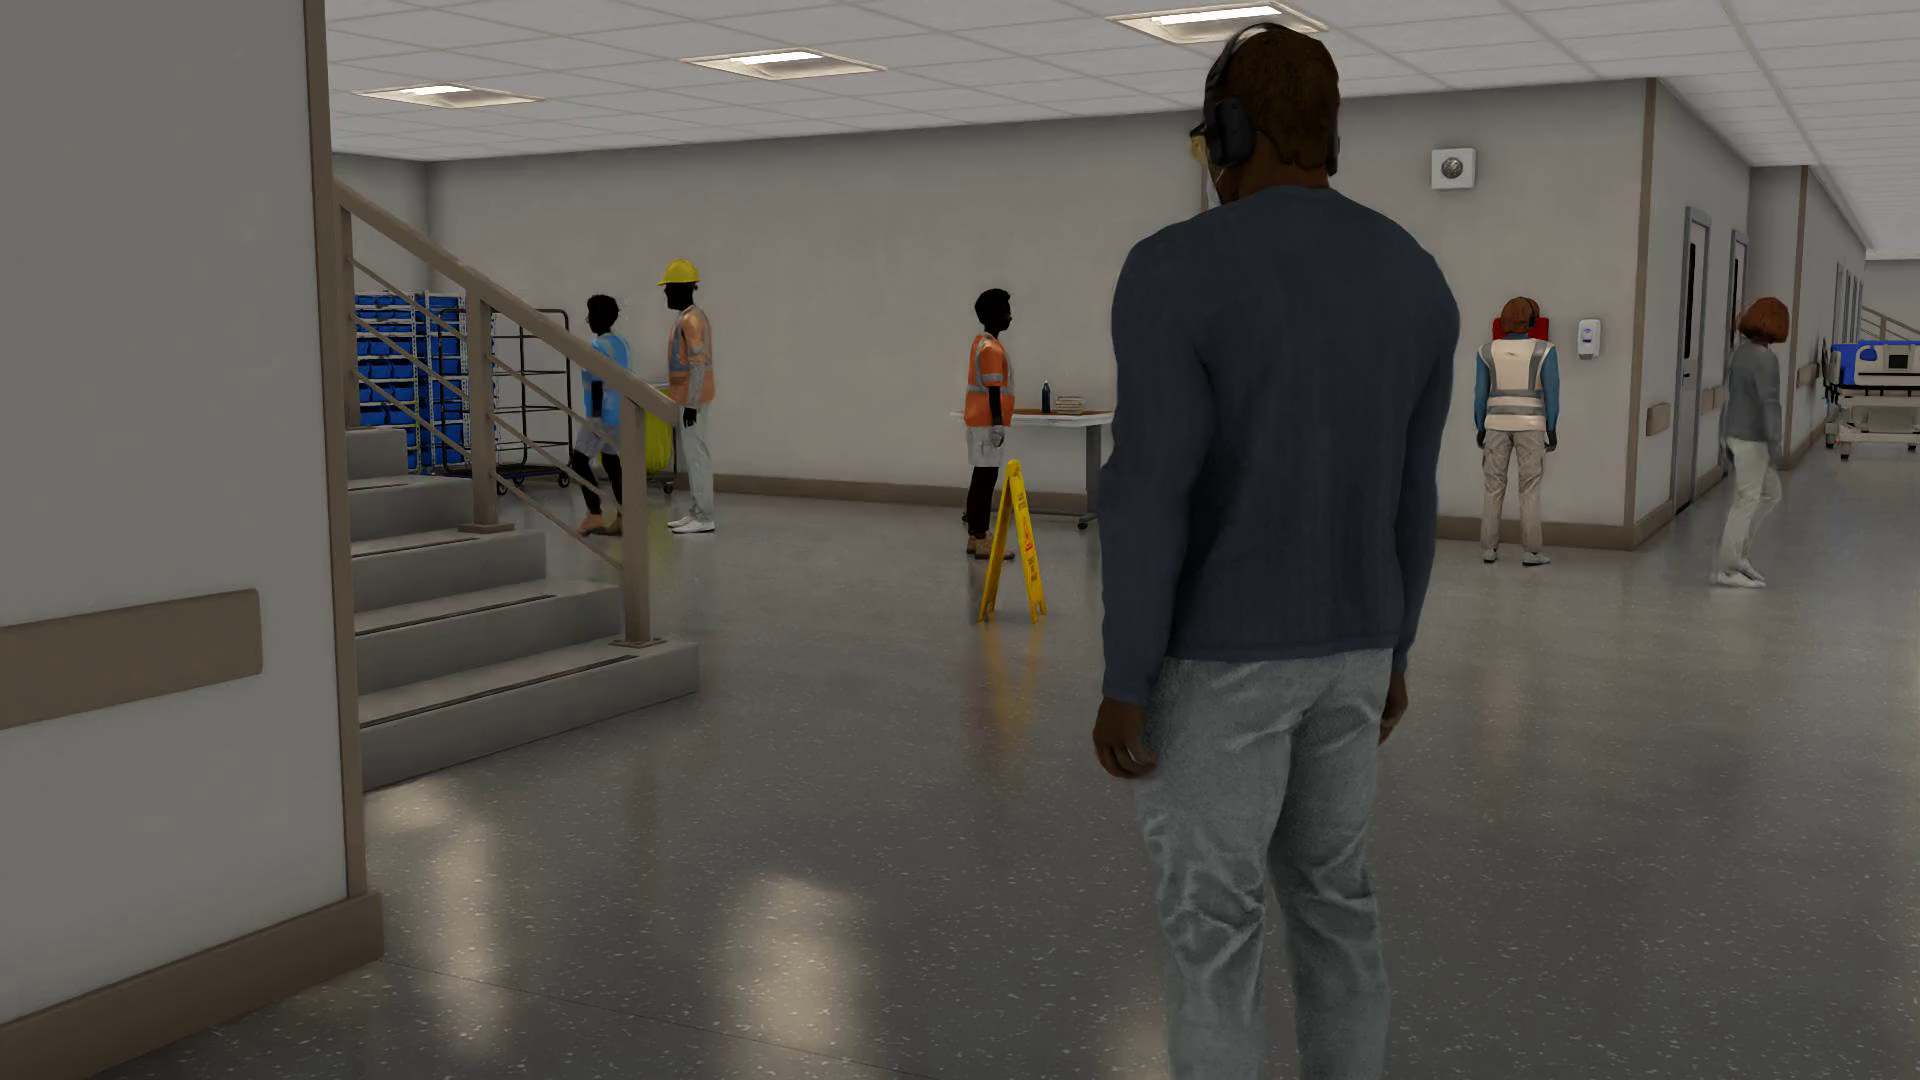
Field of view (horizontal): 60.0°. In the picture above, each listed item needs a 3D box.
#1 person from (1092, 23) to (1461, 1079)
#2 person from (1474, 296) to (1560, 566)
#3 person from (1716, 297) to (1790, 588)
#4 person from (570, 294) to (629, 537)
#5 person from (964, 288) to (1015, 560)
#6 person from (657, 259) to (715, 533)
[{"bbox_3d":[0.480,0.185,2.579,0.634,1.929,0.388,-4,9,-31],"label":"person"},{"bbox_3d":[3.393,-0.661,10.162,0.514,1.642,0.310,5,9,35],"label":"person"},{"bbox_3d":[4.430,-0.533,9.248,0.425,1.615,0.535,1,7,8],"label":"person"},{"bbox_3d":[-2.499,-0.845,11.434,0.509,1.671,0.573,1,7,9],"label":"person"},{"bbox_3d":[0.189,-0.726,10.455,0.319,1.695,0.539,-1,7,-8],"label":"person"},{"bbox_3d":[-1.924,-1.007,11.739,0.388,1.926,0.590,-2,8,-11],"label":"person"}]
